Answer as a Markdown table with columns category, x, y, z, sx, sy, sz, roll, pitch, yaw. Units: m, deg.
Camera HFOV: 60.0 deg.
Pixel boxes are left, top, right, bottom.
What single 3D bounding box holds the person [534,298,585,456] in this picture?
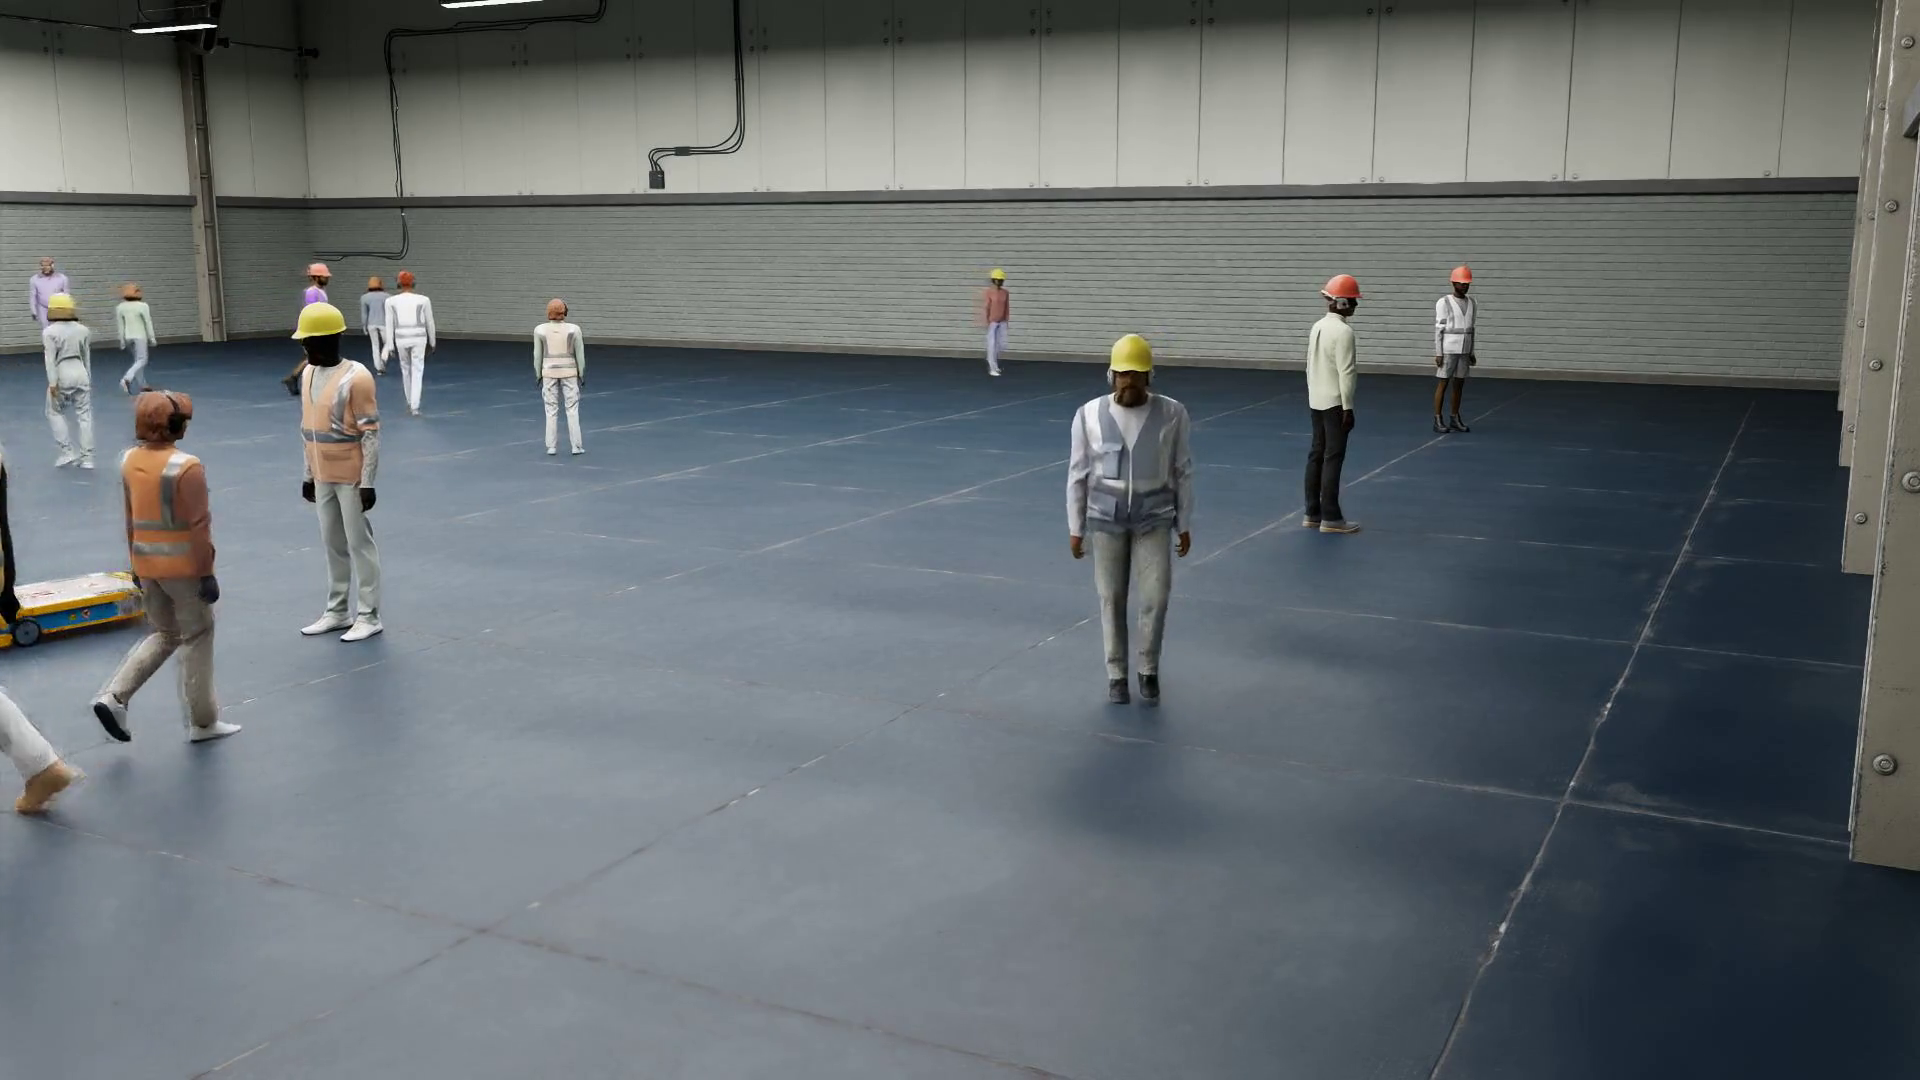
| category | x | y | z | sx | sy | sz | roll | pitch | yaw |
| --- | --- | --- | --- | --- | --- | --- | --- | --- | --- |
| person | -4.186 | -1.699 | 17.406 | 0.521 | 1.639 | 0.311 | -1 | 10 | -7 |

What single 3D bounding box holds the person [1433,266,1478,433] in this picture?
| category | x | y | z | sx | sy | sz | roll | pitch | yaw |
| --- | --- | --- | --- | --- | --- | --- | --- | --- | --- |
| person | 5.798 | -2.213 | 19.394 | 0.548 | 1.937 | 0.379 | -4 | 11 | -20 |

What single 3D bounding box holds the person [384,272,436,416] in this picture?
| category | x | y | z | sx | sy | sz | roll | pitch | yaw |
| --- | --- | --- | --- | --- | --- | --- | --- | --- | --- |
| person | -7.048 | -2.518 | 21.343 | 0.576 | 1.840 | 0.985 | -1 | 10 | -7 |

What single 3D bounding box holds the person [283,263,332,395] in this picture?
| category | x | y | z | sx | sy | sz | roll | pitch | yaw |
| --- | --- | --- | --- | --- | --- | --- | --- | --- | --- |
| person | -9.240 | -3.000 | 23.768 | 0.840 | 1.917 | 0.559 | 0 | 10 | -1 |

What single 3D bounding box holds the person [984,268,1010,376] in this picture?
| category | x | y | z | sx | sy | sz | roll | pitch | yaw |
| --- | --- | --- | --- | --- | --- | --- | --- | --- | --- |
| person | 0.607 | -3.561 | 27.255 | 0.539 | 1.758 | 0.382 | -7 | 12 | -33 |

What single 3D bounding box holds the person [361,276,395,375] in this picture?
| category | x | y | z | sx | sy | sz | roll | pitch | yaw |
| --- | --- | --- | --- | --- | --- | --- | --- | --- | --- |
| person | -9.597 | -3.535 | 27.429 | 0.528 | 1.619 | 0.373 | -1 | 10 | -6 |

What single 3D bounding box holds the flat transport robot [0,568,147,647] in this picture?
| category | x | y | z | sx | sy | sz | roll | pitch | yaw |
| --- | --- | --- | --- | --- | --- | --- | --- | --- | --- |
| flat transport robot | -5.291 | 0.393 | 9.729 | 0.652 | 0.197 | 1.431 | 7 | 13 | 35 |

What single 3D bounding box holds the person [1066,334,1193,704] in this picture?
| category | x | y | z | sx | sy | sz | roll | pitch | yaw |
| --- | --- | --- | --- | --- | --- | --- | --- | --- | --- |
| person | 0.822 | -0.085 | 8.103 | 0.619 | 1.819 | 0.497 | 1 | 10 | 7 |

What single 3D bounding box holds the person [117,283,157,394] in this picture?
| category | x | y | z | sx | sy | sz | roll | pitch | yaw |
| --- | --- | --- | --- | --- | --- | --- | --- | --- | --- |
| person | -11.932 | -2.900 | 24.011 | 0.499 | 1.608 | 0.720 | 3 | 11 | 15 |

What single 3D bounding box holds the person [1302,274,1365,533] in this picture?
| category | x | y | z | sx | sy | sz | roll | pitch | yaw |
| --- | --- | --- | --- | --- | --- | --- | --- | --- | --- |
| person | 2.918 | -1.060 | 12.952 | 0.396 | 1.992 | 0.623 | -3 | 11 | -13 |

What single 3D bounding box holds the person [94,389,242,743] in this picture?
| category | x | y | z | sx | sy | sz | roll | pitch | yaw |
| --- | --- | --- | --- | --- | --- | --- | --- | --- | --- |
| person | -3.557 | 0.148 | 7.399 | 0.521 | 1.624 | 0.536 | 6 | 12 | 28 |

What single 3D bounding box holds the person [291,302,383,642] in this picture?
| category | x | y | z | sx | sy | sz | roll | pitch | yaw |
| --- | --- | --- | --- | --- | --- | --- | --- | --- | --- |
| person | -3.535 | -0.381 | 9.446 | 0.587 | 1.922 | 0.383 | 7 | 12 | 33 |

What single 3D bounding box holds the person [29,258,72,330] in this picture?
| category | x | y | z | sx | sy | sz | roll | pitch | yaw |
| --- | --- | --- | --- | --- | --- | --- | --- | --- | --- |
| person | -16.405 | -4.130 | 30.004 | 0.664 | 1.881 | 0.759 | -4 | 11 | -22 |

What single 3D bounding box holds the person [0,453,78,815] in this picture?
| category | x | y | z | sx | sy | sz | roll | pitch | yaw |
| --- | --- | --- | --- | --- | --- | --- | --- | --- | --- |
| person | -3.961 | 0.201 | 6.601 | 0.870 | 1.810 | 0.620 | 0 | 10 | -1 |

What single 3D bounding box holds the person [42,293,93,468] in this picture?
| category | x | y | z | sx | sy | sz | roll | pitch | yaw |
| --- | --- | --- | --- | --- | --- | --- | --- | --- | --- |
| person | -8.832 | -1.573 | 16.452 | 0.505 | 1.725 | 0.503 | 6 | 12 | 31 |
